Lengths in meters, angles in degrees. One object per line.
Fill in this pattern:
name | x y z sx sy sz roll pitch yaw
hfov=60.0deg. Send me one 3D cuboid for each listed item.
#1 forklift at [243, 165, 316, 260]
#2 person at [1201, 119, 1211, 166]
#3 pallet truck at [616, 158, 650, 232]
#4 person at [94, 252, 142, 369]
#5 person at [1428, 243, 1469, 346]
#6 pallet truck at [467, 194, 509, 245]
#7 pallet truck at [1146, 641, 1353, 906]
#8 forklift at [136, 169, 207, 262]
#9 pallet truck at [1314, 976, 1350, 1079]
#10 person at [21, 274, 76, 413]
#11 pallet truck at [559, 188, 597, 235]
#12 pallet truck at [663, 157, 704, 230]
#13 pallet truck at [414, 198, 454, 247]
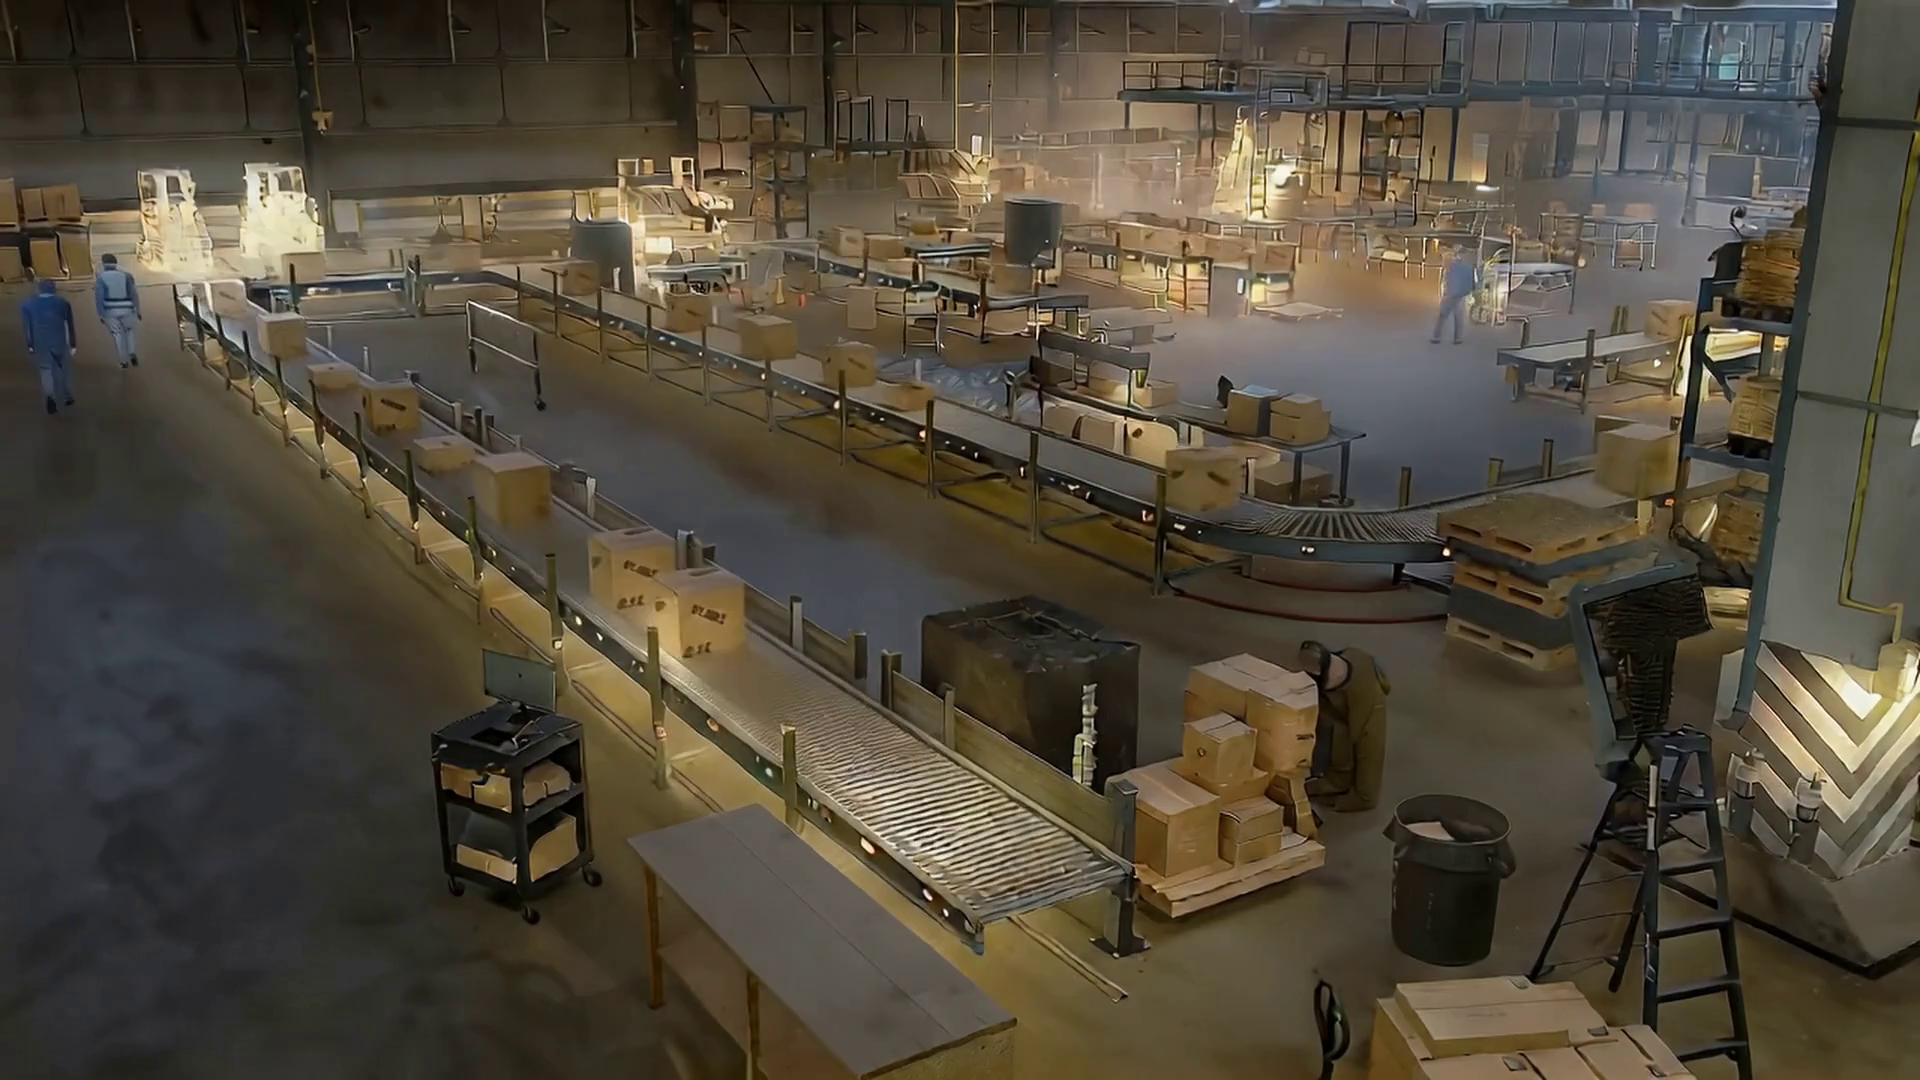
forklift | -15.898 -7.669 38.708 1.157 1.987 2.680 -11 20 -33
person | 9.996 -16.244 67.962 0.573 1.886 0.357 -11 20 -32
pallet truck | -8.918 -9.176 44.255 0.823 1.965 1.885 -9 19 -27
person | -13.128 -3.577 25.925 0.625 1.814 0.513 -11 20 -32
person | 8.174 -4.065 27.703 0.778 1.734 0.527 -13 21 -36
pallet truck | -11.983 -8.177 42.137 0.704 1.261 1.522 -11 20 -33
pallet truck | 1.664 1.407 10.232 1.630 1.274 0.653 -10 20 -31
forklift | -17.842 -7.318 37.559 1.157 1.987 2.680 -10 20 -31
pallet truck | 2.299 2.390 7.086 1.601 1.201 0.680 -2 17 -7
person | -12.555 -2.720 22.984 0.642 1.875 0.870 -8 19 -25
pallet truck | -10.010 -8.652 43.699 0.653 1.274 1.630 -10 20 -31
pallet truck | -7.586 -9.308 44.692 0.823 1.965 1.885 -11 20 -33
pallet truck | -13.250 -8.060 41.856 0.680 1.201 1.601 -10 20 -31
